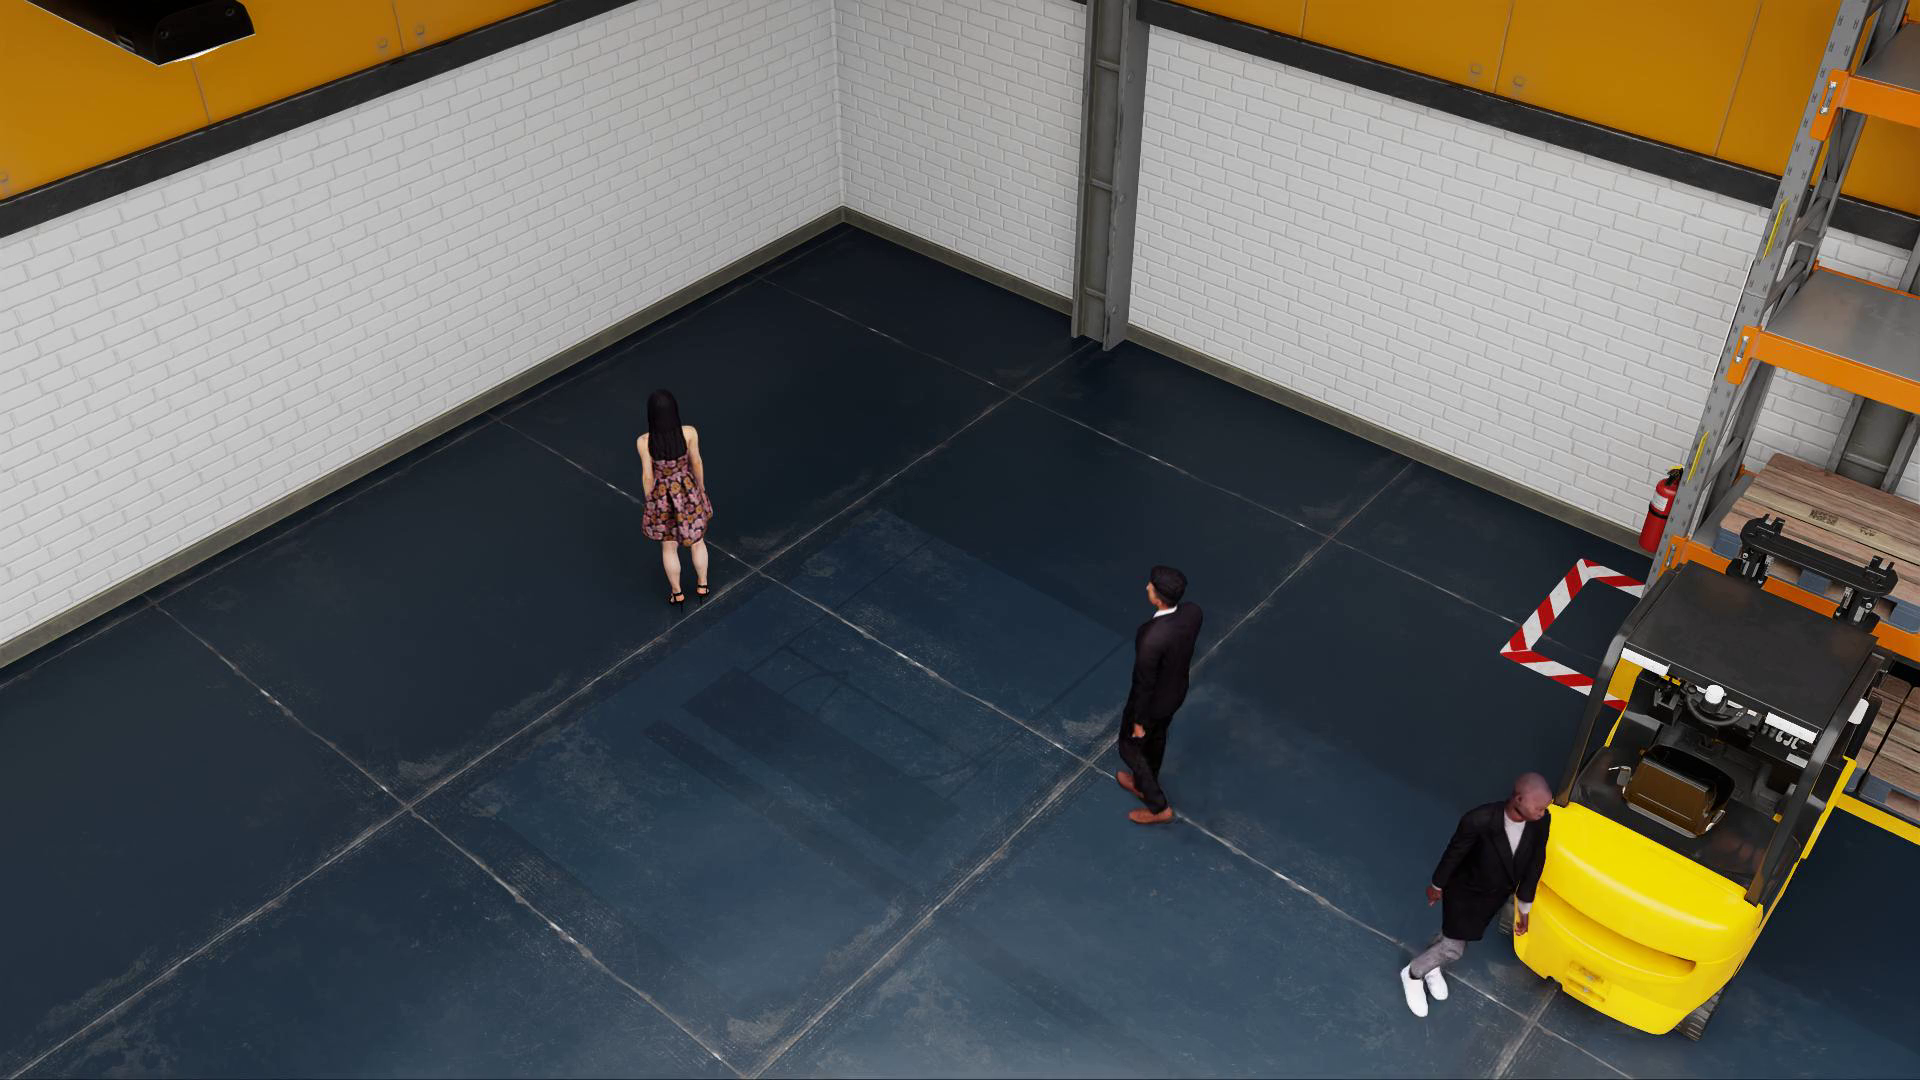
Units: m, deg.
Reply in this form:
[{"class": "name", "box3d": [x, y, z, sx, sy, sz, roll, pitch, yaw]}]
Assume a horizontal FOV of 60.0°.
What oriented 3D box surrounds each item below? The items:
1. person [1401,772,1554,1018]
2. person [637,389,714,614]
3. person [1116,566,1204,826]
[{"class": "person", "box3d": [2.697, 1.754, 8.741, 0.872, 1.728, 0.917, -4, 39, -5]}, {"class": "person", "box3d": [-1.924, -0.268, 11.236, 0.784, 1.774, 0.817, -15, 41, -18]}, {"class": "person", "box3d": [1.188, 0.931, 9.656, 0.735, 1.873, 0.798, -31, 48, -33]}]
